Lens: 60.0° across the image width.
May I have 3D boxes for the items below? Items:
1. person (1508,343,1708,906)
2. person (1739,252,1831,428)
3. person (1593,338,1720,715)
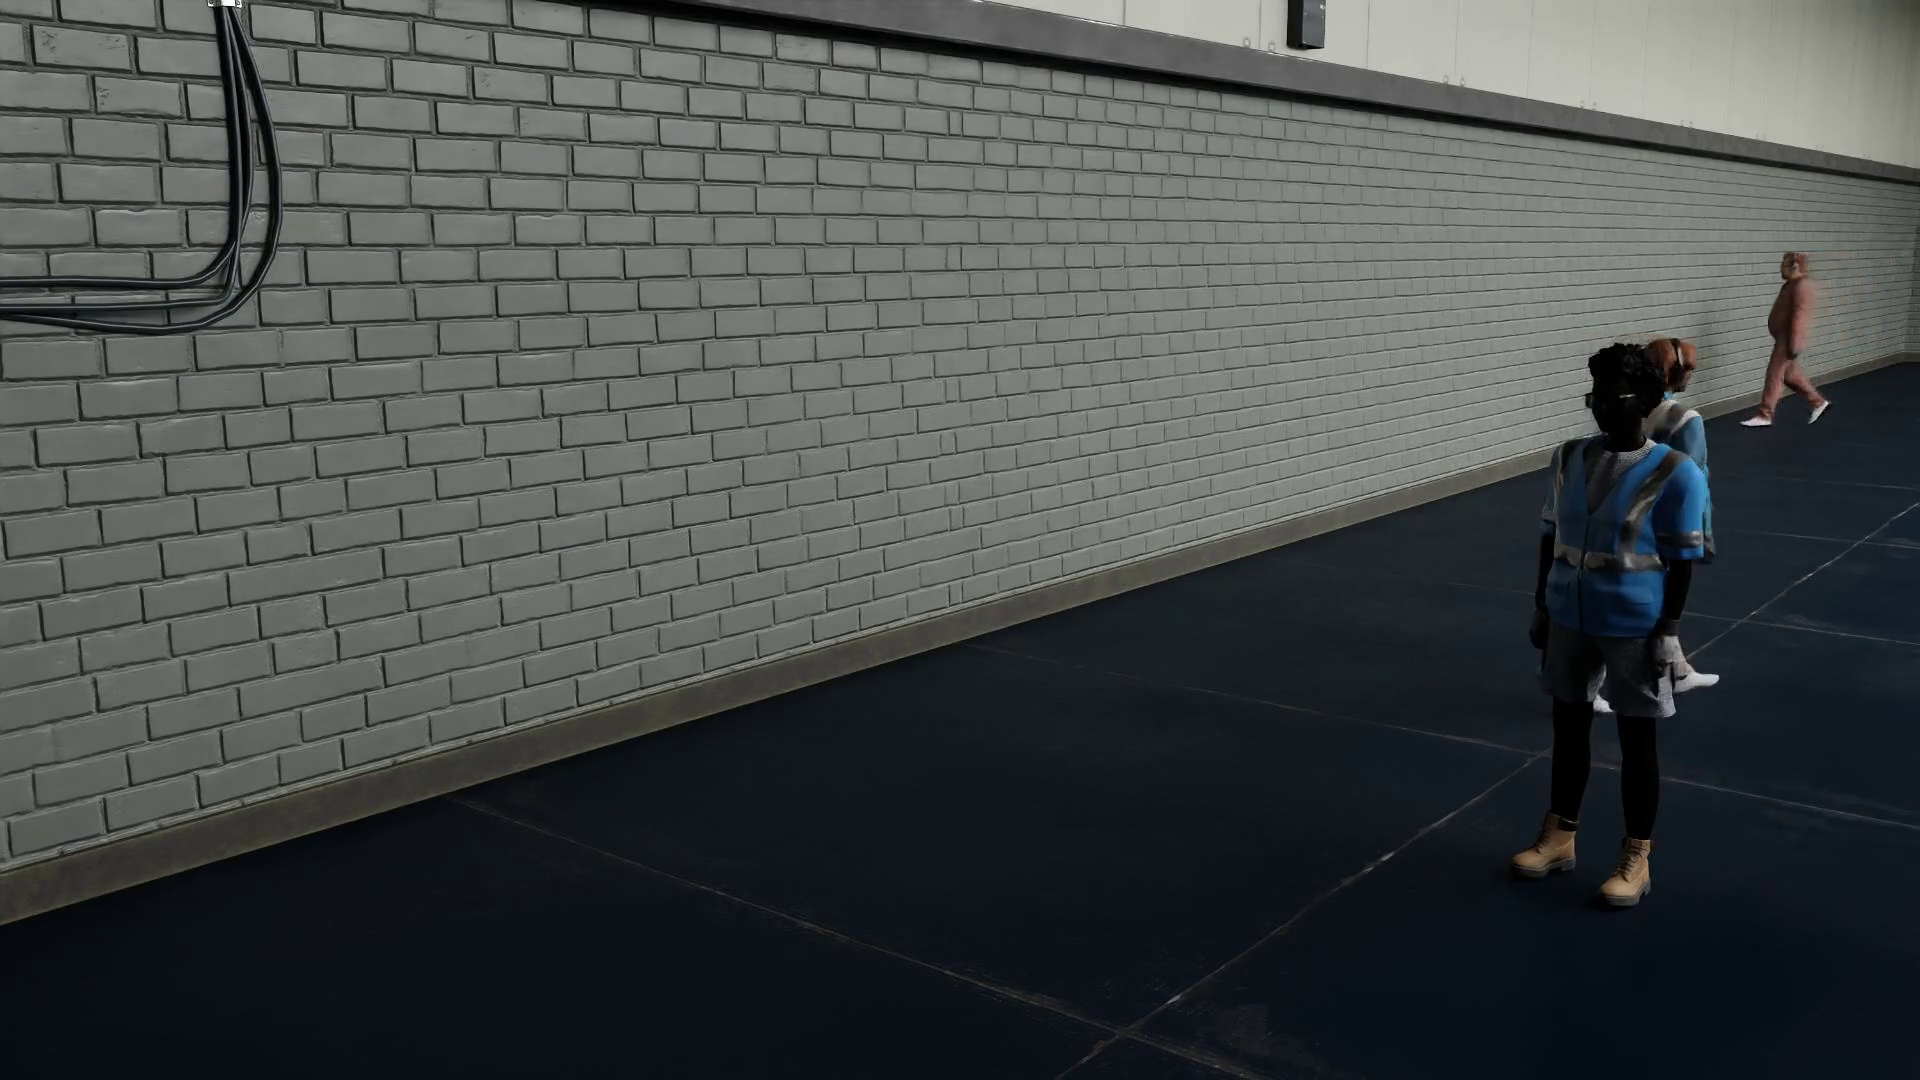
[{"bbox_3d":[1.974,0.252,5.073,0.318,1.697,0.534,-7,13,-36],"label":"person"},{"bbox_3d":[8.936,-2.147,17.859,0.852,1.881,0.662,4,11,20],"label":"person"},{"bbox_3d":[2.946,-0.057,7.075,0.876,1.588,0.543,-3,11,-15],"label":"person"}]
